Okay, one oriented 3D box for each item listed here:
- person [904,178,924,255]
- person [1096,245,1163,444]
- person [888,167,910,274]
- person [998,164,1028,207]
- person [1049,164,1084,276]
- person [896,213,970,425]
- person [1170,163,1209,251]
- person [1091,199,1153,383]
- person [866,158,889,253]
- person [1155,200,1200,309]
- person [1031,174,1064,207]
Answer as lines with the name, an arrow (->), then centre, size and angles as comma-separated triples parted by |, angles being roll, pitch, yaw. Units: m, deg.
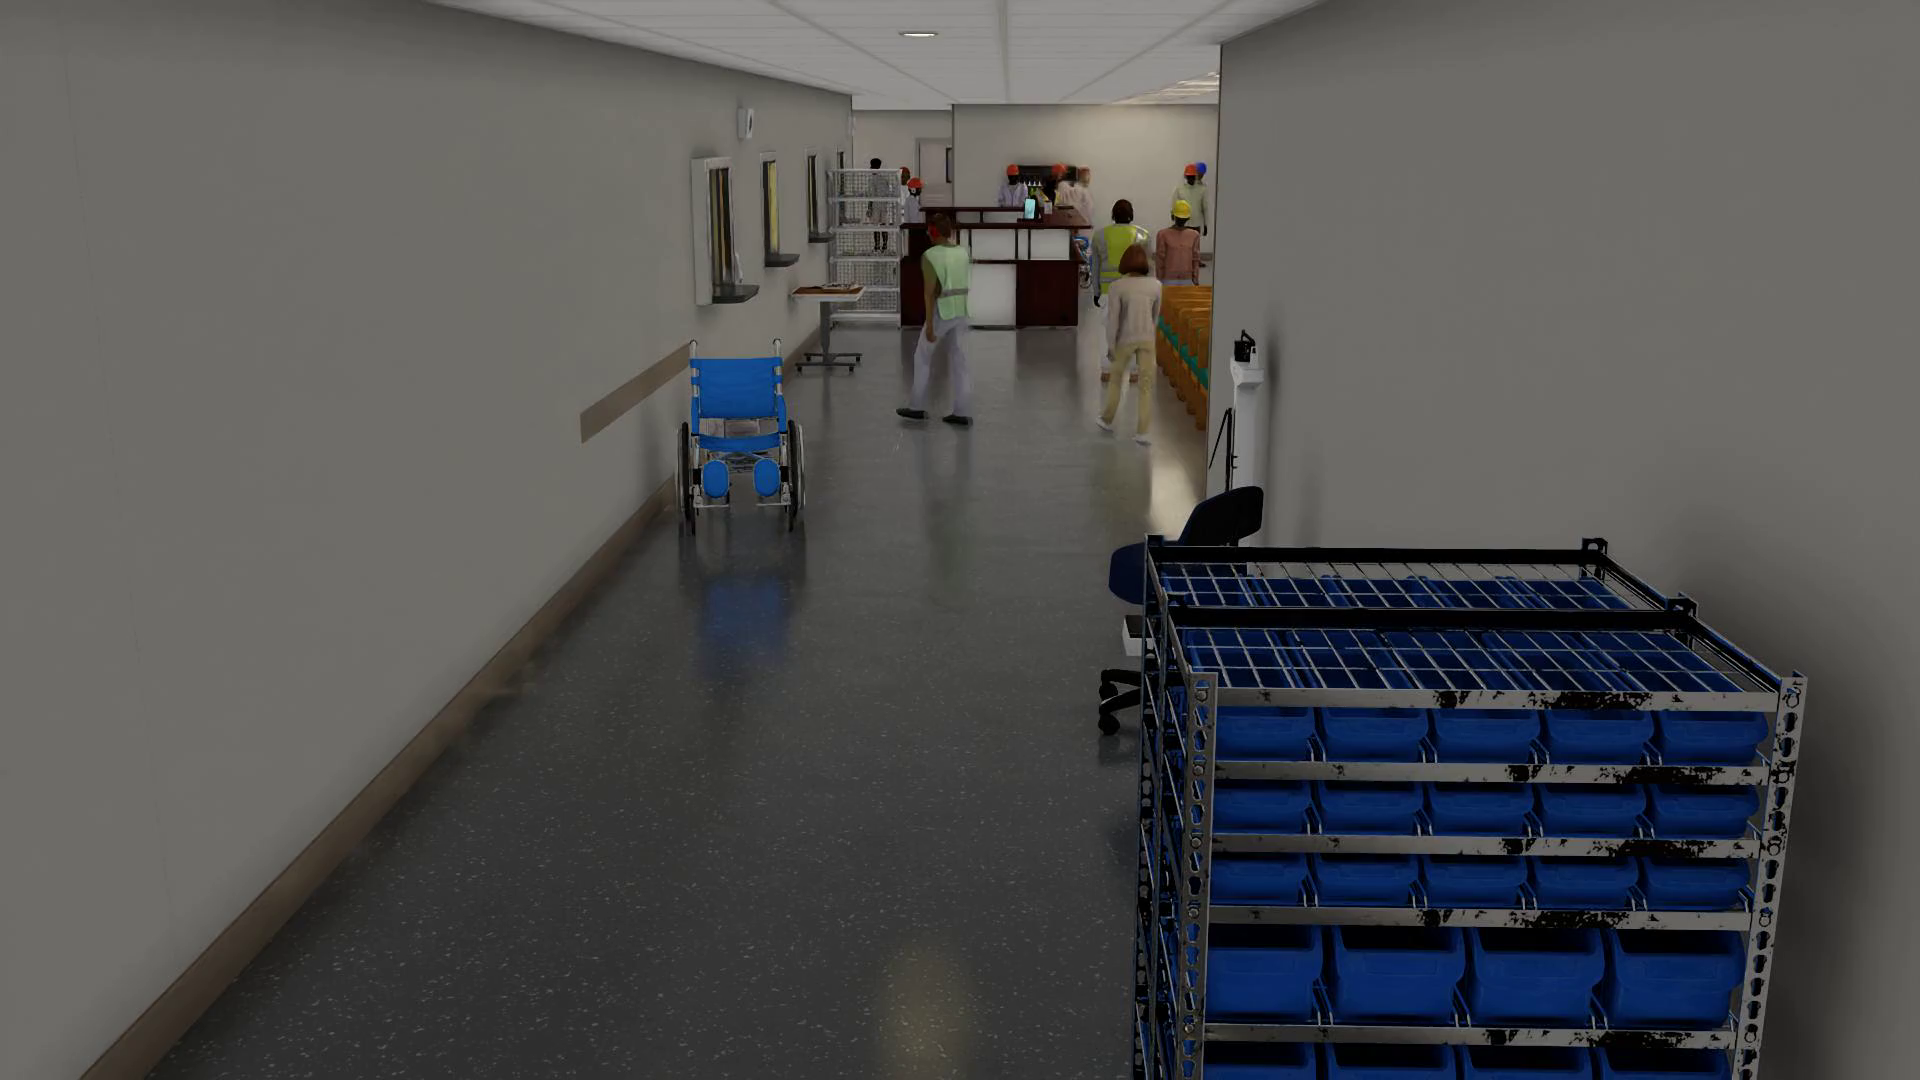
person -> -0.751, -5.108, 27.548 | 0.335, 1.749, 0.575 | -2, 14, -9
person -> 1.401, -1.623, 13.732 | 0.501, 1.591, 0.846 | -3, 14, -13
person -> -1.009, -5.680, 29.596 | 0.574, 1.887, 0.355 | -7, 15, -25
person -> 0.944, -5.752, 29.809 | 0.545, 1.931, 0.380 | 2, 14, 6
person -> 1.711, -5.574, 29.053 | 1.025, 1.938, 0.638 | 4, 14, 17
person -> -0.223, -1.927, 14.517 | 0.837, 1.807, 0.577 | 13, 19, 42
person -> 3.849, -5.324, 27.973 | 0.646, 1.980, 0.543 | -1, 14, -2
person -> 1.637, -2.512, 16.832 | 0.627, 1.846, 0.429 | 3, 14, 11
person -> -1.696, -6.830, 34.098 | 0.365, 1.964, 0.610 | 10, 17, 36
person -> 2.445, -2.921, 18.668 | 0.523, 1.760, 0.327 | -3, 14, -14
person -> 1.431, -4.982, 26.887 | 0.633, 1.836, 0.429 | -7, 16, -28
